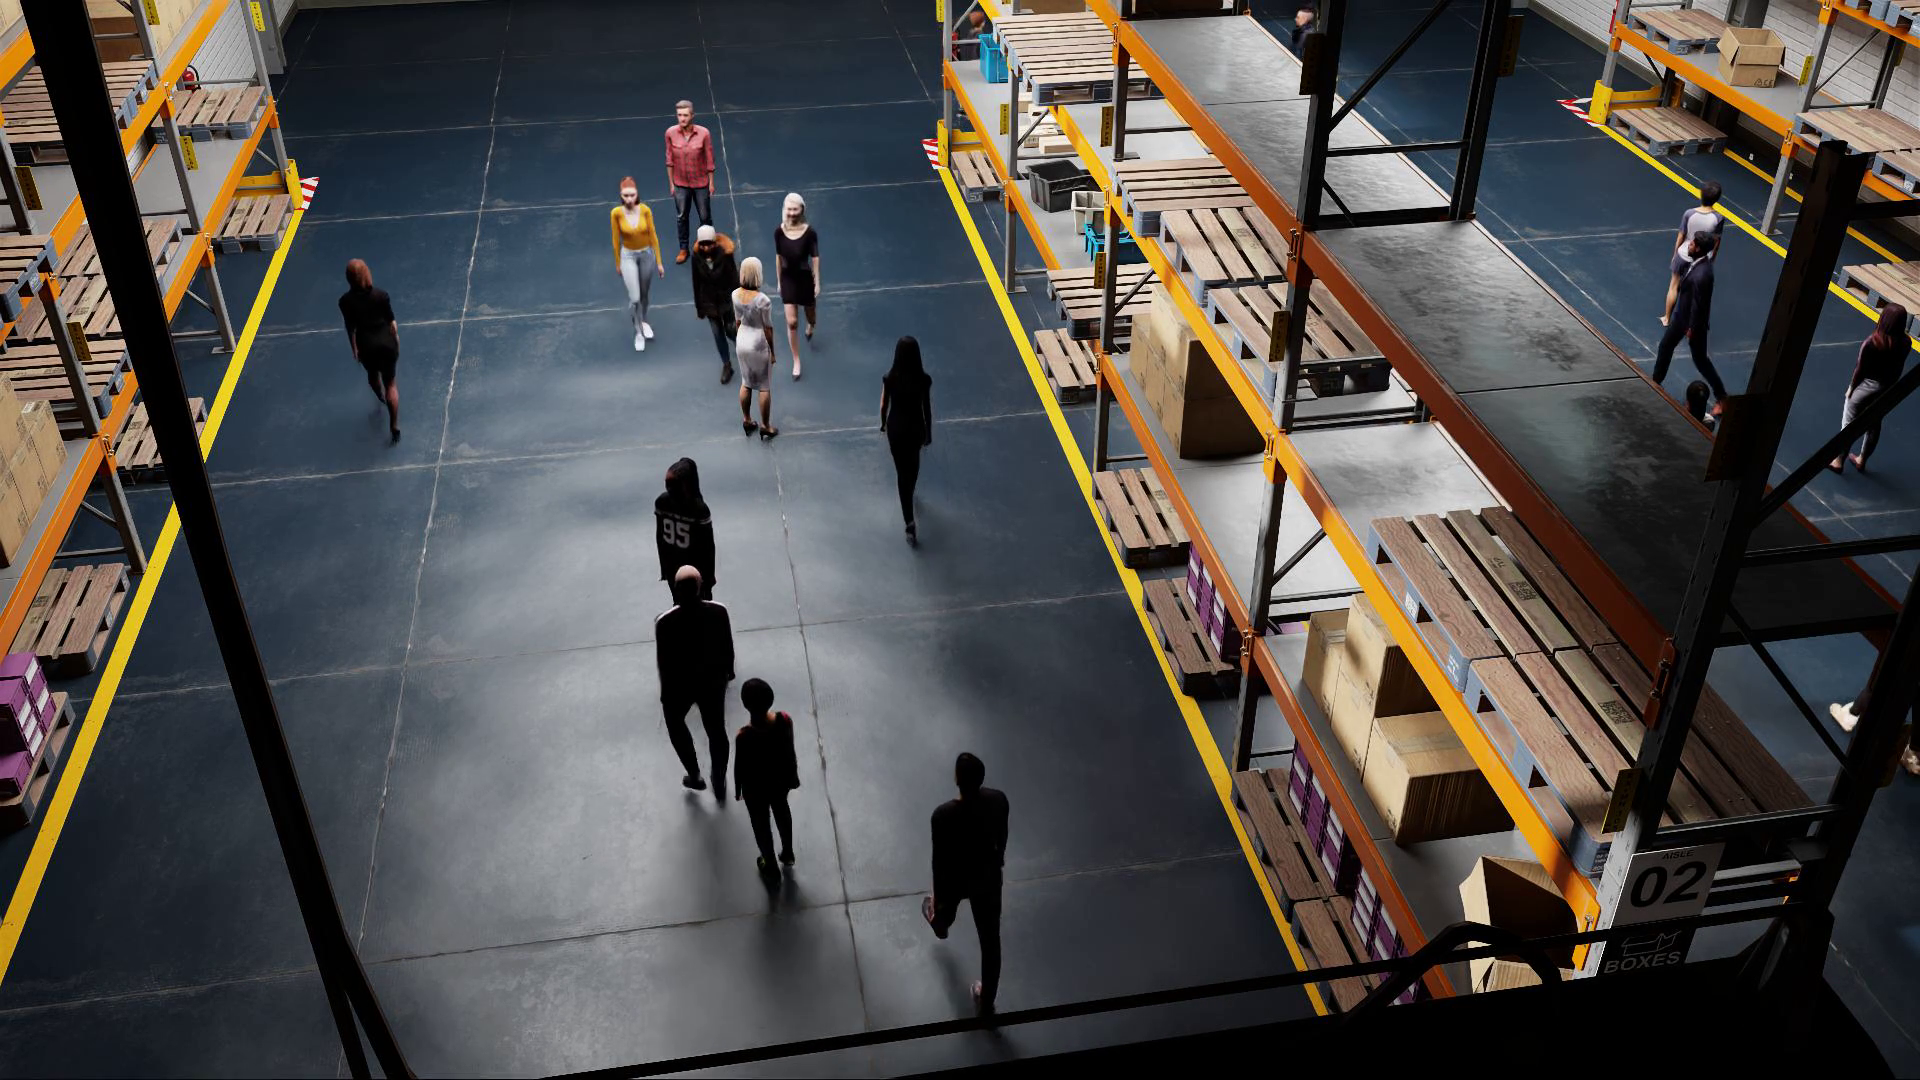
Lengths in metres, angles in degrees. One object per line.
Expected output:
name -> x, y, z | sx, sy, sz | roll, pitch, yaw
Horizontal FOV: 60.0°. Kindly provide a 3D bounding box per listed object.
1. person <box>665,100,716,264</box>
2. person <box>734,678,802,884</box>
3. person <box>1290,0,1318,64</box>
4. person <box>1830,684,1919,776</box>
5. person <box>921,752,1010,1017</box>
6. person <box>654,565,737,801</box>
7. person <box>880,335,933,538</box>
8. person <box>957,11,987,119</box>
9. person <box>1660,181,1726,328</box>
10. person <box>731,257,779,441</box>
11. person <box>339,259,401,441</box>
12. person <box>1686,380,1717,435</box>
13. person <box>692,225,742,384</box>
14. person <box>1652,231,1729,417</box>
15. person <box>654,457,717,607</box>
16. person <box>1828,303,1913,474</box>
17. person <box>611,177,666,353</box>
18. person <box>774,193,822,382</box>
person -> -2.955, -3.951, 18.305 | 0.719, 1.830, 0.612 | 0, 34, 0
person -> -1.154, 1.535, 10.313 | 0.634, 1.542, 0.656 | -19, 38, -26
person -> 4.440, -5.894, 21.212 | 0.926, 1.850, 0.793 | 5, 34, 7
person -> 6.514, 0.704, 11.459 | 1.075, 1.656, 0.726 | -5, 34, -8
person -> 0.090, 1.997, 9.461 | 0.787, 1.716, 1.184 | -11, 35, -16
person -> -1.692, 1.009, 10.852 | 0.753, 1.822, 0.717 | -13, 36, -19
person -> -0.440, -0.820, 13.729 | 0.659, 1.683, 1.118 | -2, 34, -3
person -> 0.177, -6.326, 22.256 | 0.952, 1.414, 0.956 | 26, 42, 33
person -> 7.501, -2.908, 16.973 | 0.649, 1.568, 0.682 | 14, 36, 20
person -> -1.858, -1.728, 15.036 | 0.649, 1.747, 0.688 | 16, 37, 23
person -> -5.269, -1.695, 15.059 | 0.667, 1.666, 1.076 | -9, 35, -14
person -> 5.747, -0.543, 13.343 | 0.596, 1.647, 0.570 | -1, 34, -1
person -> -2.300, -2.332, 16.063 | 0.764, 1.617, 0.844 | 1, 34, 2
person -> 6.928, -2.012, 15.531 | 1.058, 1.672, 1.156 | 6, 34, 8
person -> -1.990, 0.188, 12.171 | 0.699, 1.728, 0.718 | 12, 35, 17
person -> 7.973, -1.327, 14.561 | 0.596, 1.606, 0.517 | -4, 34, -6
person -> -3.254, -2.832, 16.714 | 0.708, 1.729, 0.876 | -14, 36, -20
person -> -1.556, -2.513, 16.158 | 0.746, 1.812, 1.095 | 1, 34, 2
